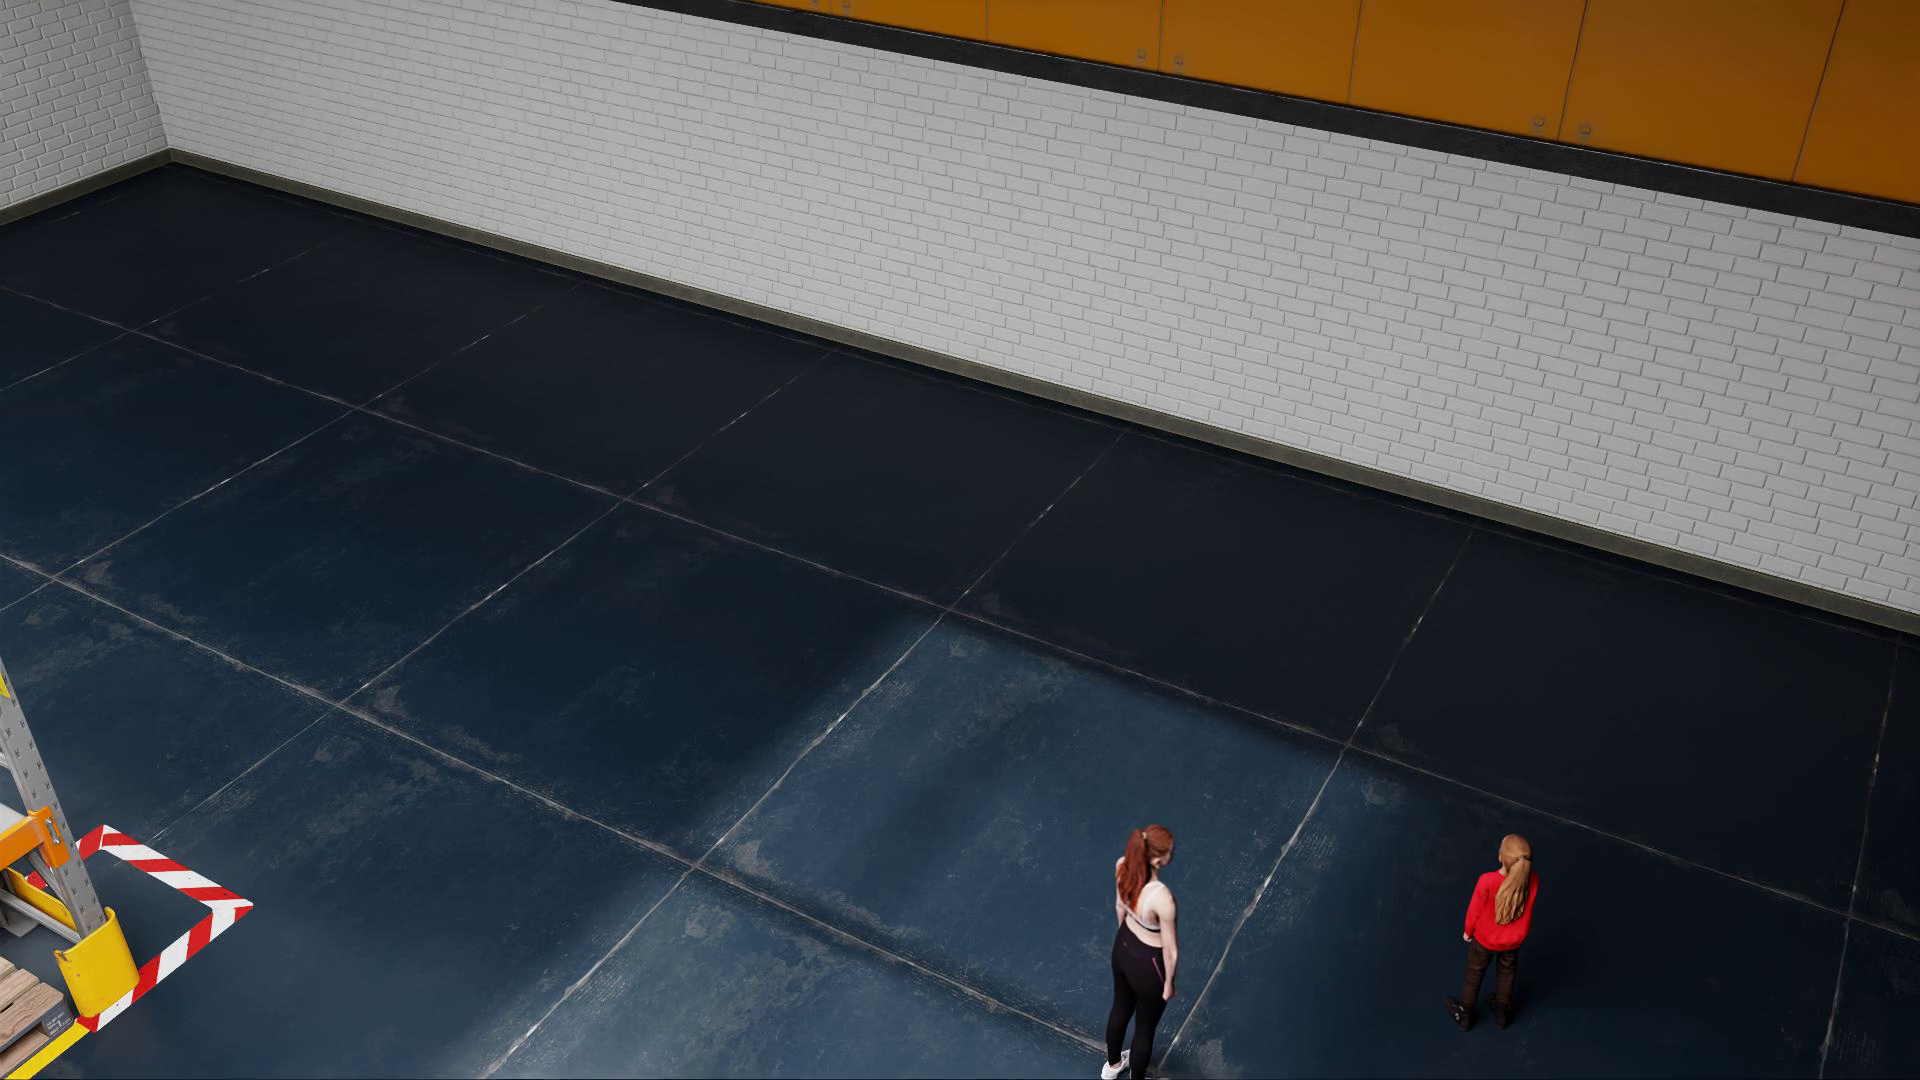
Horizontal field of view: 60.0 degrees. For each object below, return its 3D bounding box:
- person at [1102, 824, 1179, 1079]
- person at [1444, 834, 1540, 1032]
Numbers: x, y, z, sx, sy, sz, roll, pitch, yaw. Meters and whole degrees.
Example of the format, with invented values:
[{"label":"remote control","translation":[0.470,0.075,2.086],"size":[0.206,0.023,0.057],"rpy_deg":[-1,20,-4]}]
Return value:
[{"label":"person","translation":[0.883,2.065,8.133],"size":[0.671,1.741,0.660],"rpy_deg":[-17,37,-24]},{"label":"person","translation":[2.783,2.031,8.600],"size":[0.567,1.280,0.608],"rpy_deg":[-2,34,-4]}]
